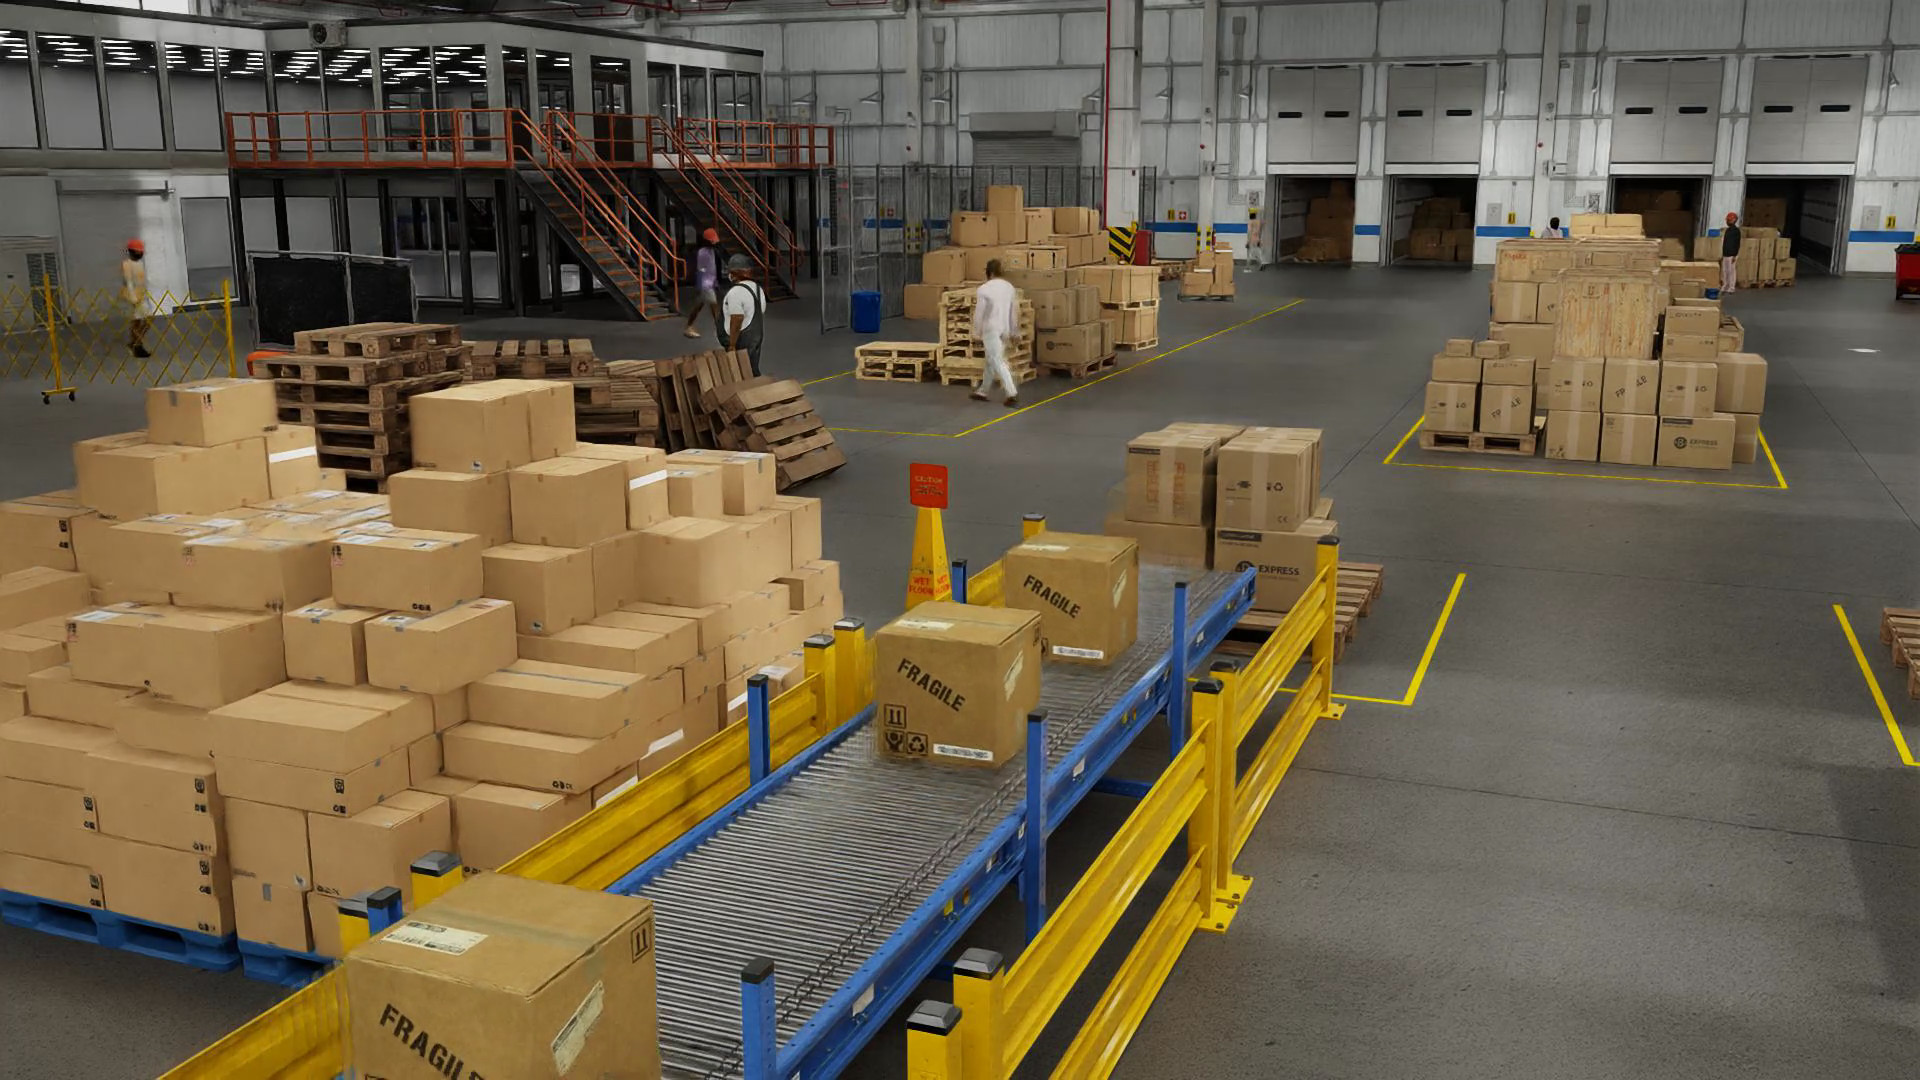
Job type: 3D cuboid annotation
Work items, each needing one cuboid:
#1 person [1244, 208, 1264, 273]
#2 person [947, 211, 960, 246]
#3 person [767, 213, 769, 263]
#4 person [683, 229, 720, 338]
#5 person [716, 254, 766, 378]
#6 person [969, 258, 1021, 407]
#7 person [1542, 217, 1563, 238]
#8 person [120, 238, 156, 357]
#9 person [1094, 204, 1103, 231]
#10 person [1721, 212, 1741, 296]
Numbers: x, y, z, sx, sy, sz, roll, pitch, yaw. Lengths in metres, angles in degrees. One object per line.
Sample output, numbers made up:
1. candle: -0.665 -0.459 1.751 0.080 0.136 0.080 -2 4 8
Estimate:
1. person: 8.631 -8.786 48.805 0.587 1.910 0.573 -10 16 -39
2. person: -0.064 -7.771 44.206 0.575 1.921 0.447 -2 13 -7
3. person: -5.649 -8.594 48.094 0.624 1.841 0.430 -3 13 -15
4. person: -4.527 -4.580 29.808 1.023 1.972 0.707 0 13 1
5. person: -2.605 -2.351 19.632 0.538 2.000 0.689 5 13 20
6. person: 0.475 -2.665 21.377 0.644 1.900 0.999 -12 17 -43
7. person: 14.771 -7.115 41.452 0.630 1.843 0.429 -7 14 -28
8. person: -13.258 -3.895 26.837 0.422 1.914 0.543 1 13 6
9. person: 4.179 -9.234 50.626 0.435 1.982 0.642 -12 17 -43
10. person: 18.473 -6.853 39.928 0.391 1.995 0.613 0 13 -2
